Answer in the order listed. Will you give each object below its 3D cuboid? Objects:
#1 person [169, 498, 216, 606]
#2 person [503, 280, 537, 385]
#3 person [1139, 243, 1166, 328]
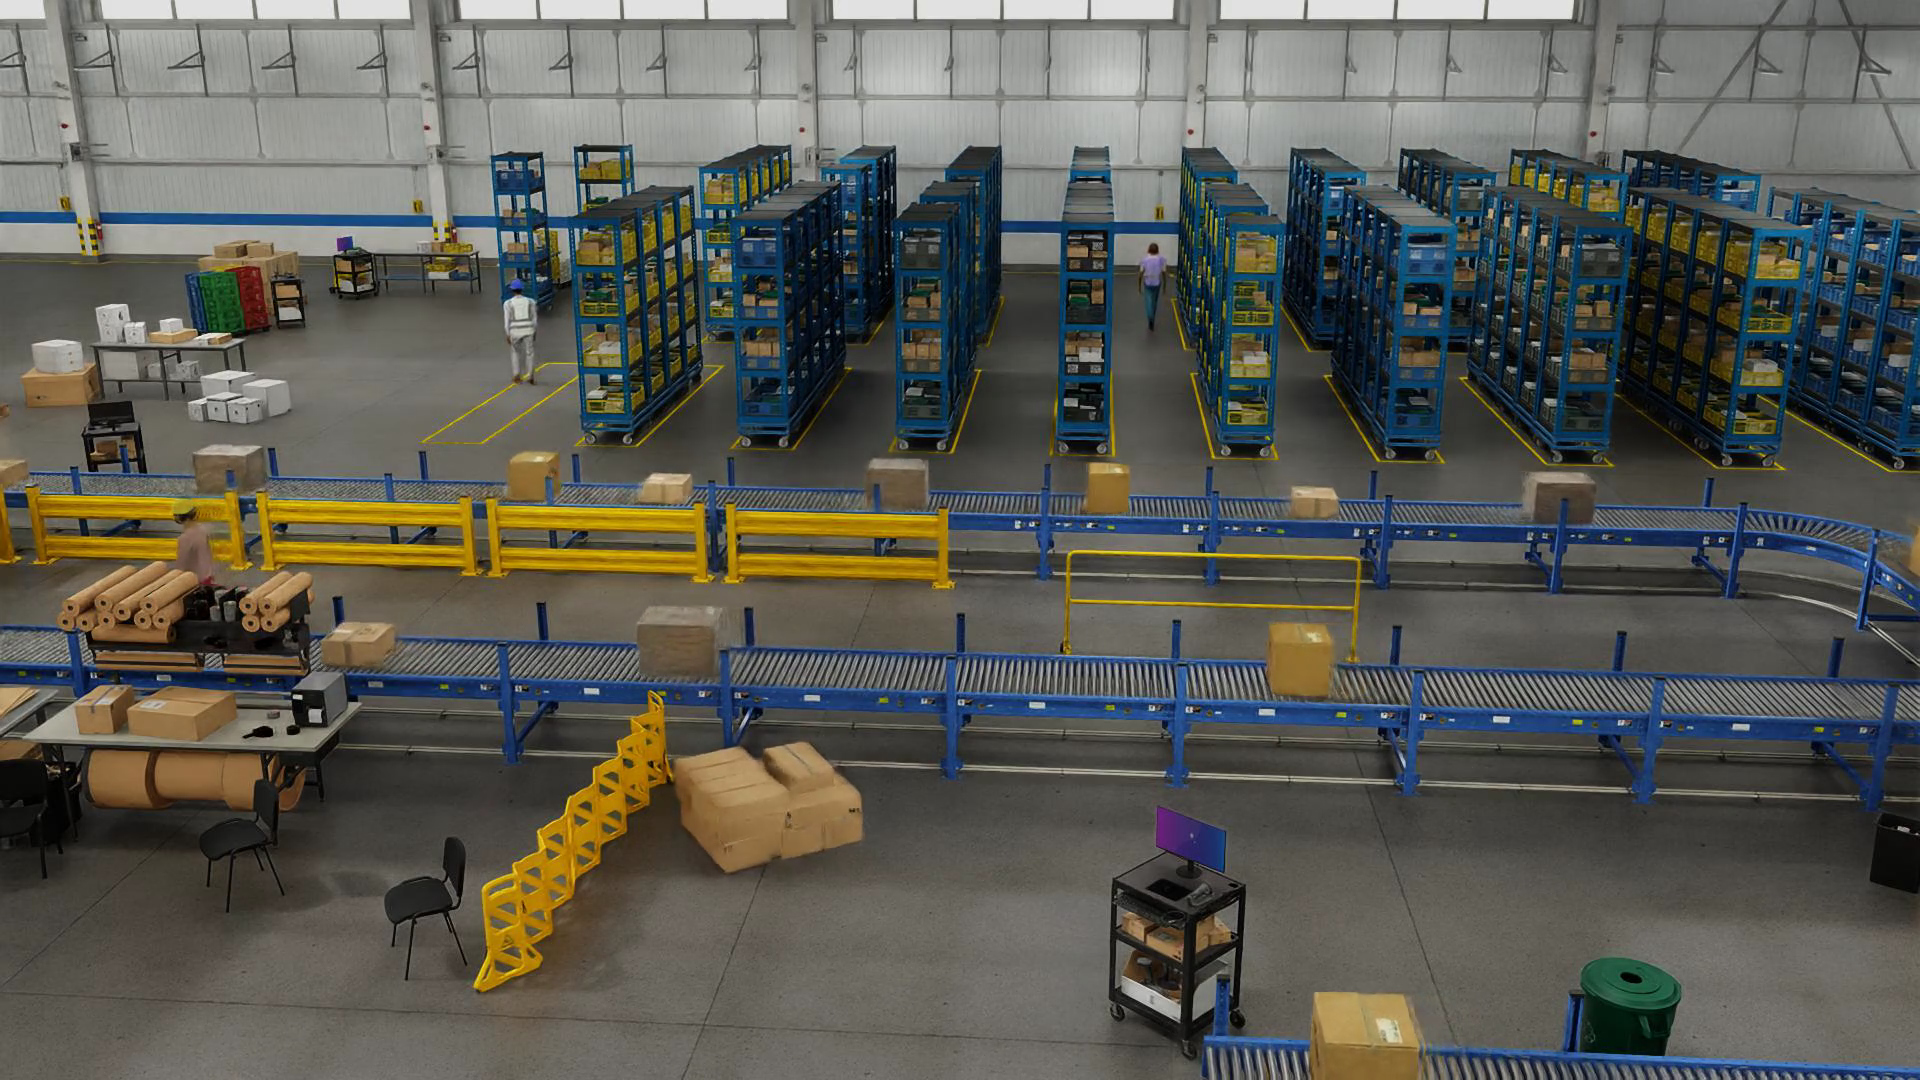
[{"bbox_3d":[-8.096,0.405,17.440,0.864,1.725,0.542,-1,18,-3],"label":"person"},{"bbox_3d":[-8.061,-3.814,30.549,0.607,1.903,0.723,-9,19,-25],"label":"person"},{"bbox_3d":[4.185,-5.533,36.140,0.570,1.824,0.766,-1,18,-4],"label":"person"}]
